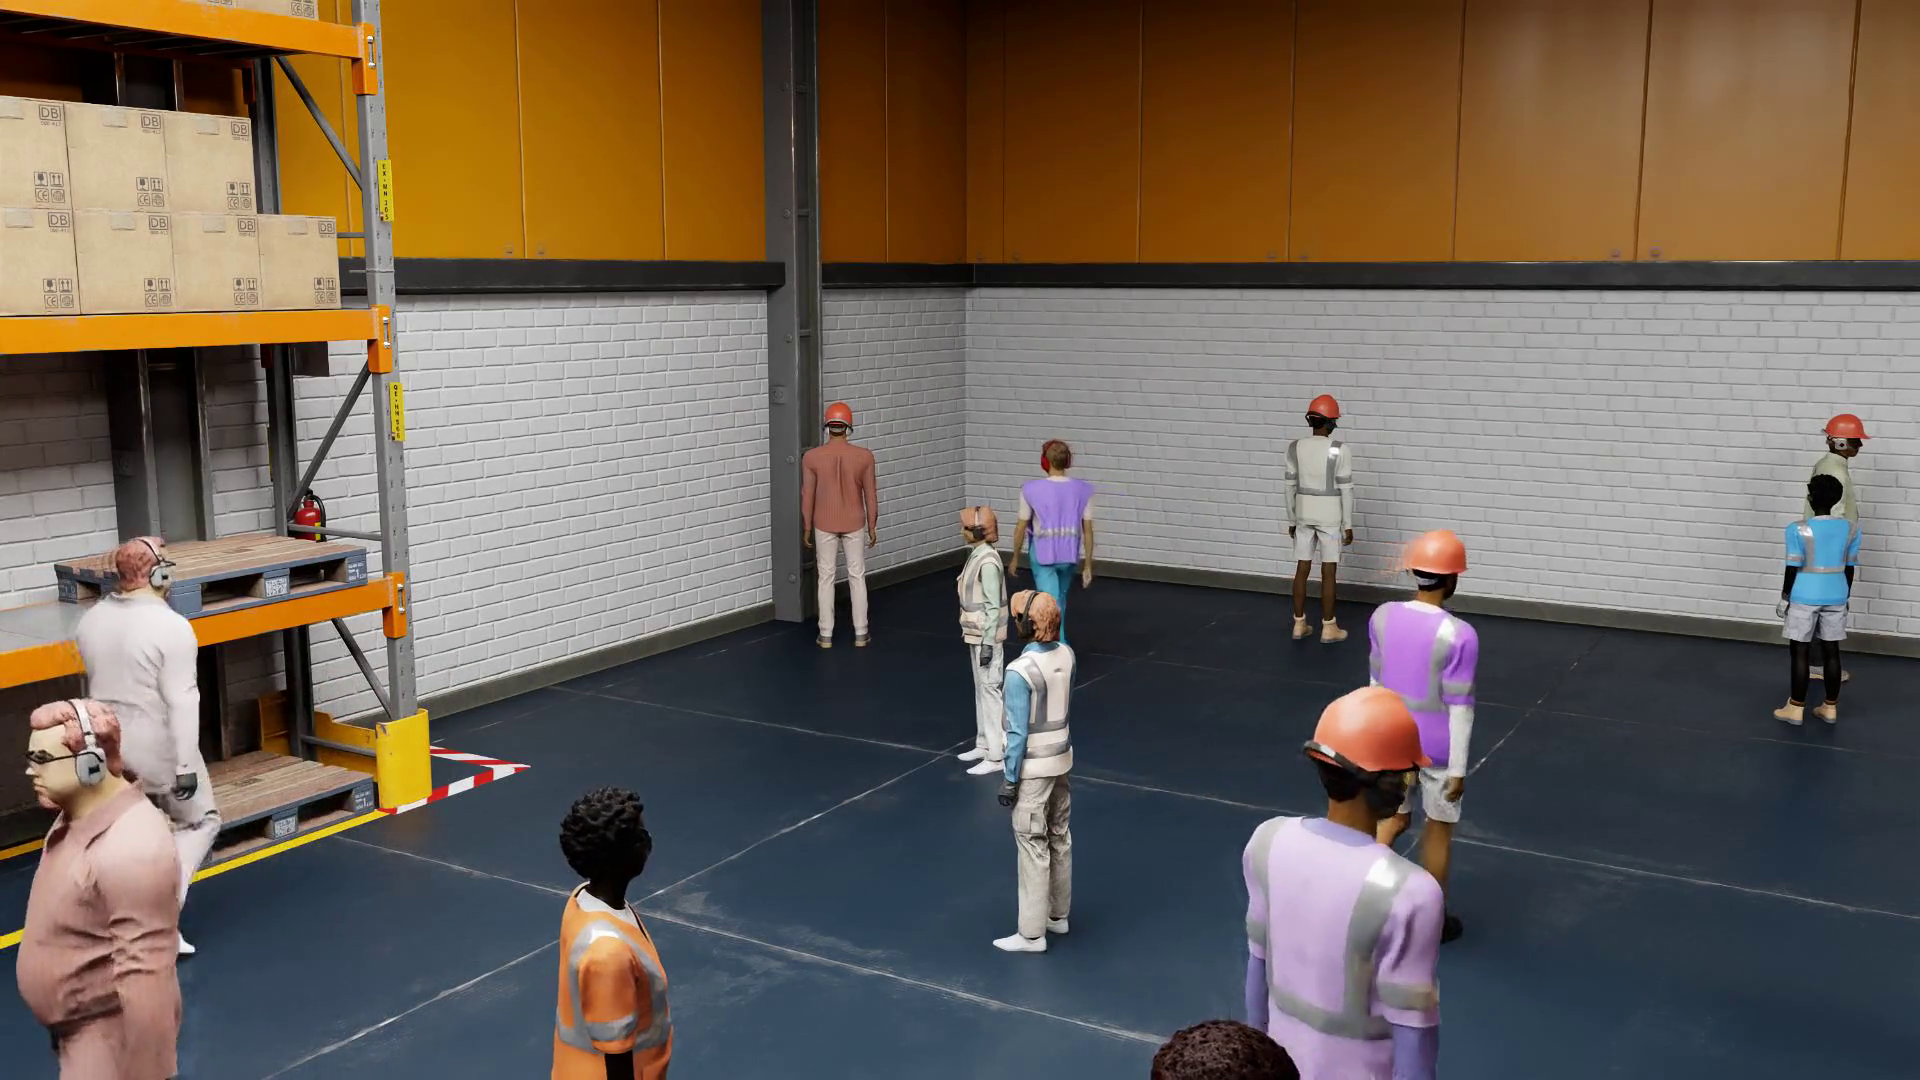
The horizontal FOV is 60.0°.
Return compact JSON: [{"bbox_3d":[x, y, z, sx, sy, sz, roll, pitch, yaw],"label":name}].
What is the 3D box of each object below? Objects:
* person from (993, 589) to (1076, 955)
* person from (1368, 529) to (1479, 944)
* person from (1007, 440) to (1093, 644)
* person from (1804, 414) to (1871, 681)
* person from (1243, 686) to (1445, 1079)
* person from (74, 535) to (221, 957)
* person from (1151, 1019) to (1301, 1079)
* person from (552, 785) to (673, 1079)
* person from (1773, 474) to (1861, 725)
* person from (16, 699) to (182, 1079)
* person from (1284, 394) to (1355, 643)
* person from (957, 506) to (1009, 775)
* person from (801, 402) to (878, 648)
[{"bbox_3d":[0.347,1.030,7.442,0.309,1.641,0.514,5,11,31],"label":"person"},{"bbox_3d":[2.006,0.906,7.339,0.680,1.925,0.554,-8,12,-40],"label":"person"},{"bbox_3d":[0.674,0.151,12.456,0.580,1.824,0.744,-4,10,-22],"label":"person"},{"bbox_3d":[6.542,0.045,12.483,0.397,1.992,0.623,3,10,17],"label":"person"},{"bbox_3d":[0.906,1.368,4.156,0.690,2.027,0.612,-6,11,-34],"label":"person"},{"bbox_3d":[-3.549,0.925,7.317,0.655,1.894,0.412,3,10,19],"label":"person"},{"bbox_3d":[0.358,1.665,2.610,0.379,1.918,0.596,-1,9,-6],"label":"person"},{"bbox_3d":[-0.919,1.482,4.433,0.318,1.700,0.536,-3,10,-19],"label":"person"},{"bbox_3d":[5.754,0.401,11.188,0.541,1.695,0.315,-1,9,-8],"label":"person"},{"bbox_3d":[-2.356,1.357,4.612,0.456,1.891,0.654,-6,11,-35],"label":"person"},{"bbox_3d":[2.965,-0.174,13.702,0.608,2.044,0.370,7,12,38],"label":"person"},{"bbox_3d":[0.141,0.604,10.107,0.312,1.636,0.520,-1,9,-8],"label":"person"},{"bbox_3d":[-0.979,-0.121,13.519,0.618,1.993,0.396,-1,9,-6],"label":"person"}]
